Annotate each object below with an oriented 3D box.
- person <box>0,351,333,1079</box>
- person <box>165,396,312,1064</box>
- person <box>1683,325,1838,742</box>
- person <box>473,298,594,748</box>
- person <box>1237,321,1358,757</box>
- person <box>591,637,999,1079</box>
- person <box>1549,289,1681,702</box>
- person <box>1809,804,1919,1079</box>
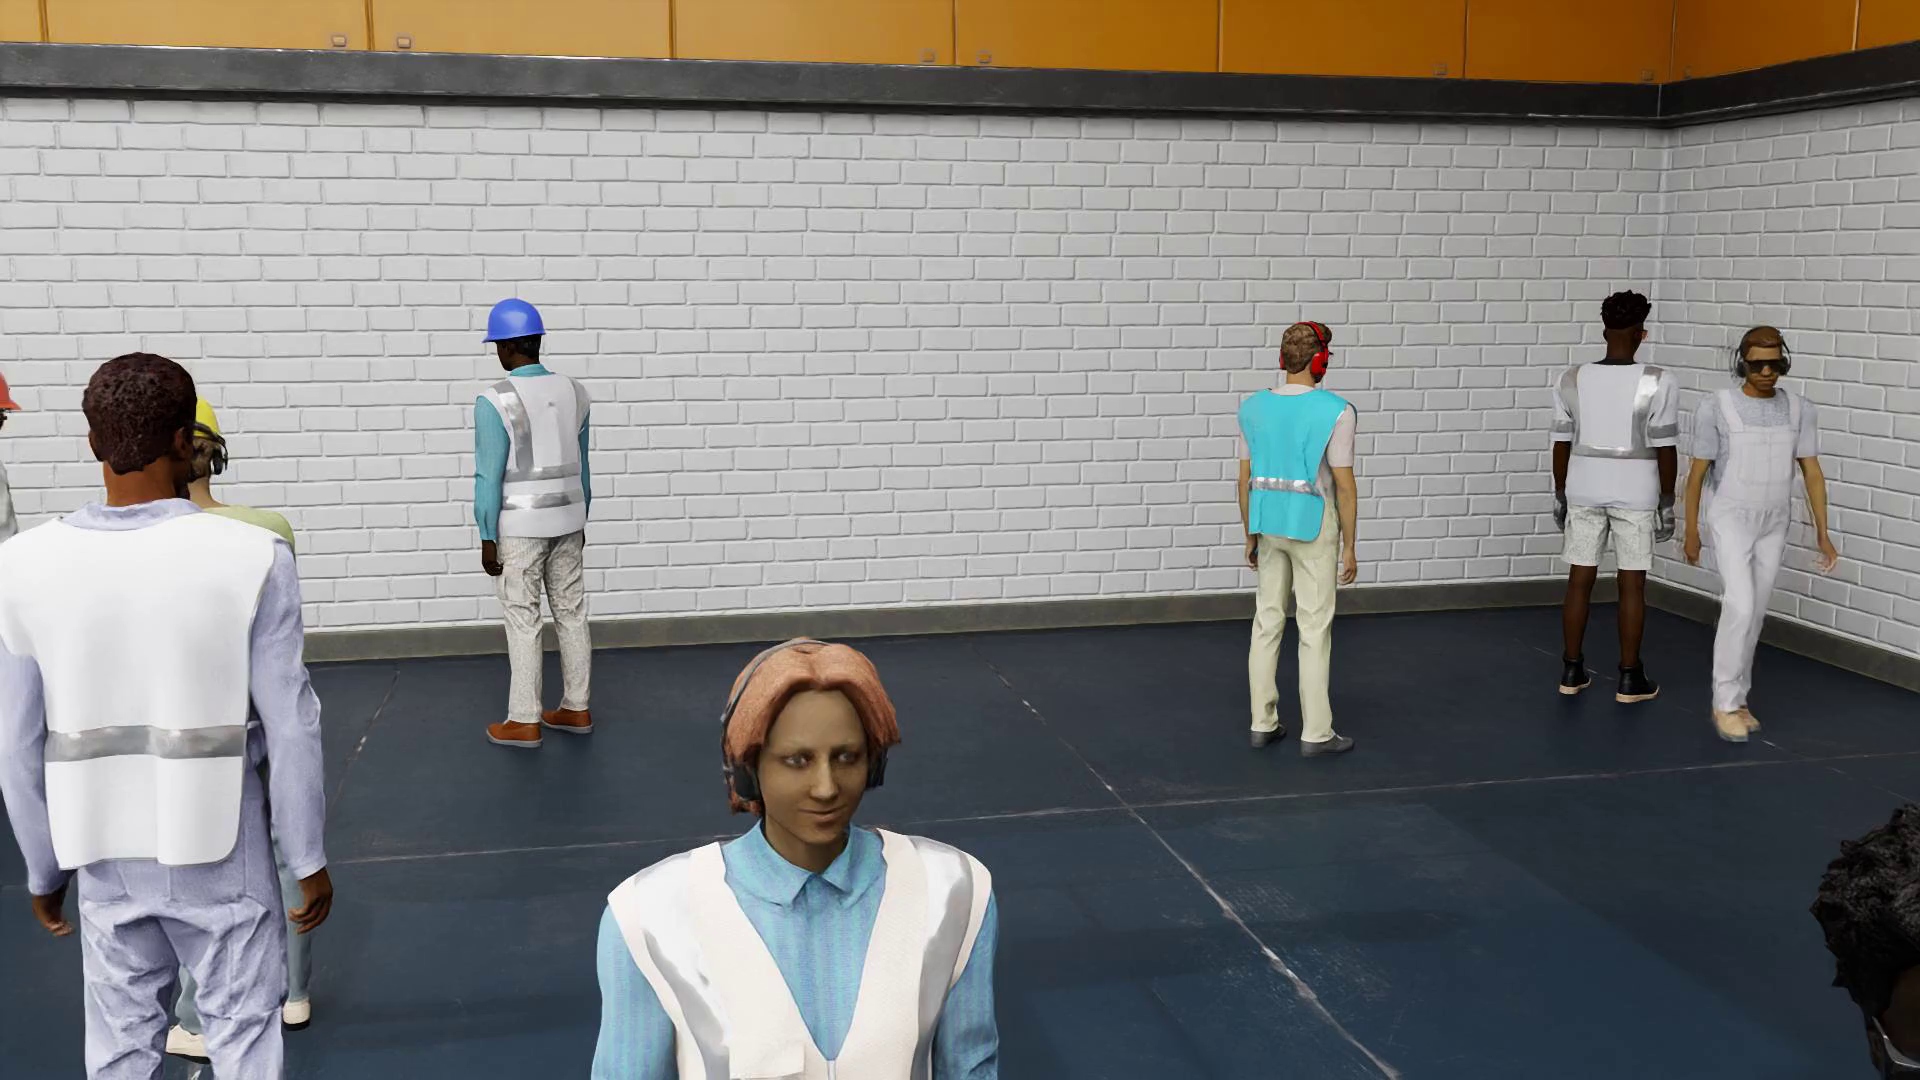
[{"bbox_3d":[-1.514,0.603,3.192,0.587,1.914,0.393,0,9,-2],"label":"person"},{"bbox_3d":[-1.992,0.485,4.387,0.333,1.758,0.533,8,12,41],"label":"person"},{"bbox_3d":[3.499,-0.019,7.282,0.540,1.820,0.629,-1,9,-4],"label":"person"},{"bbox_3d":[-1.856,-0.071,7.227,0.417,1.939,0.605,7,11,35],"label":"person"},{"bbox_3d":[1.425,0.000,7.069,0.564,1.846,0.390,8,13,42],"label":"person"},{"bbox_3d":[-0.191,0.924,2.060,0.514,1.643,0.307,-3,10,-19],"label":"person"},{"bbox_3d":[3.129,-0.207,7.965,0.604,1.966,0.367,8,12,39],"label":"person"},{"bbox_3d":[0.726,1.020,1.304,0.540,1.695,0.317,3,10,15],"label":"person"}]
